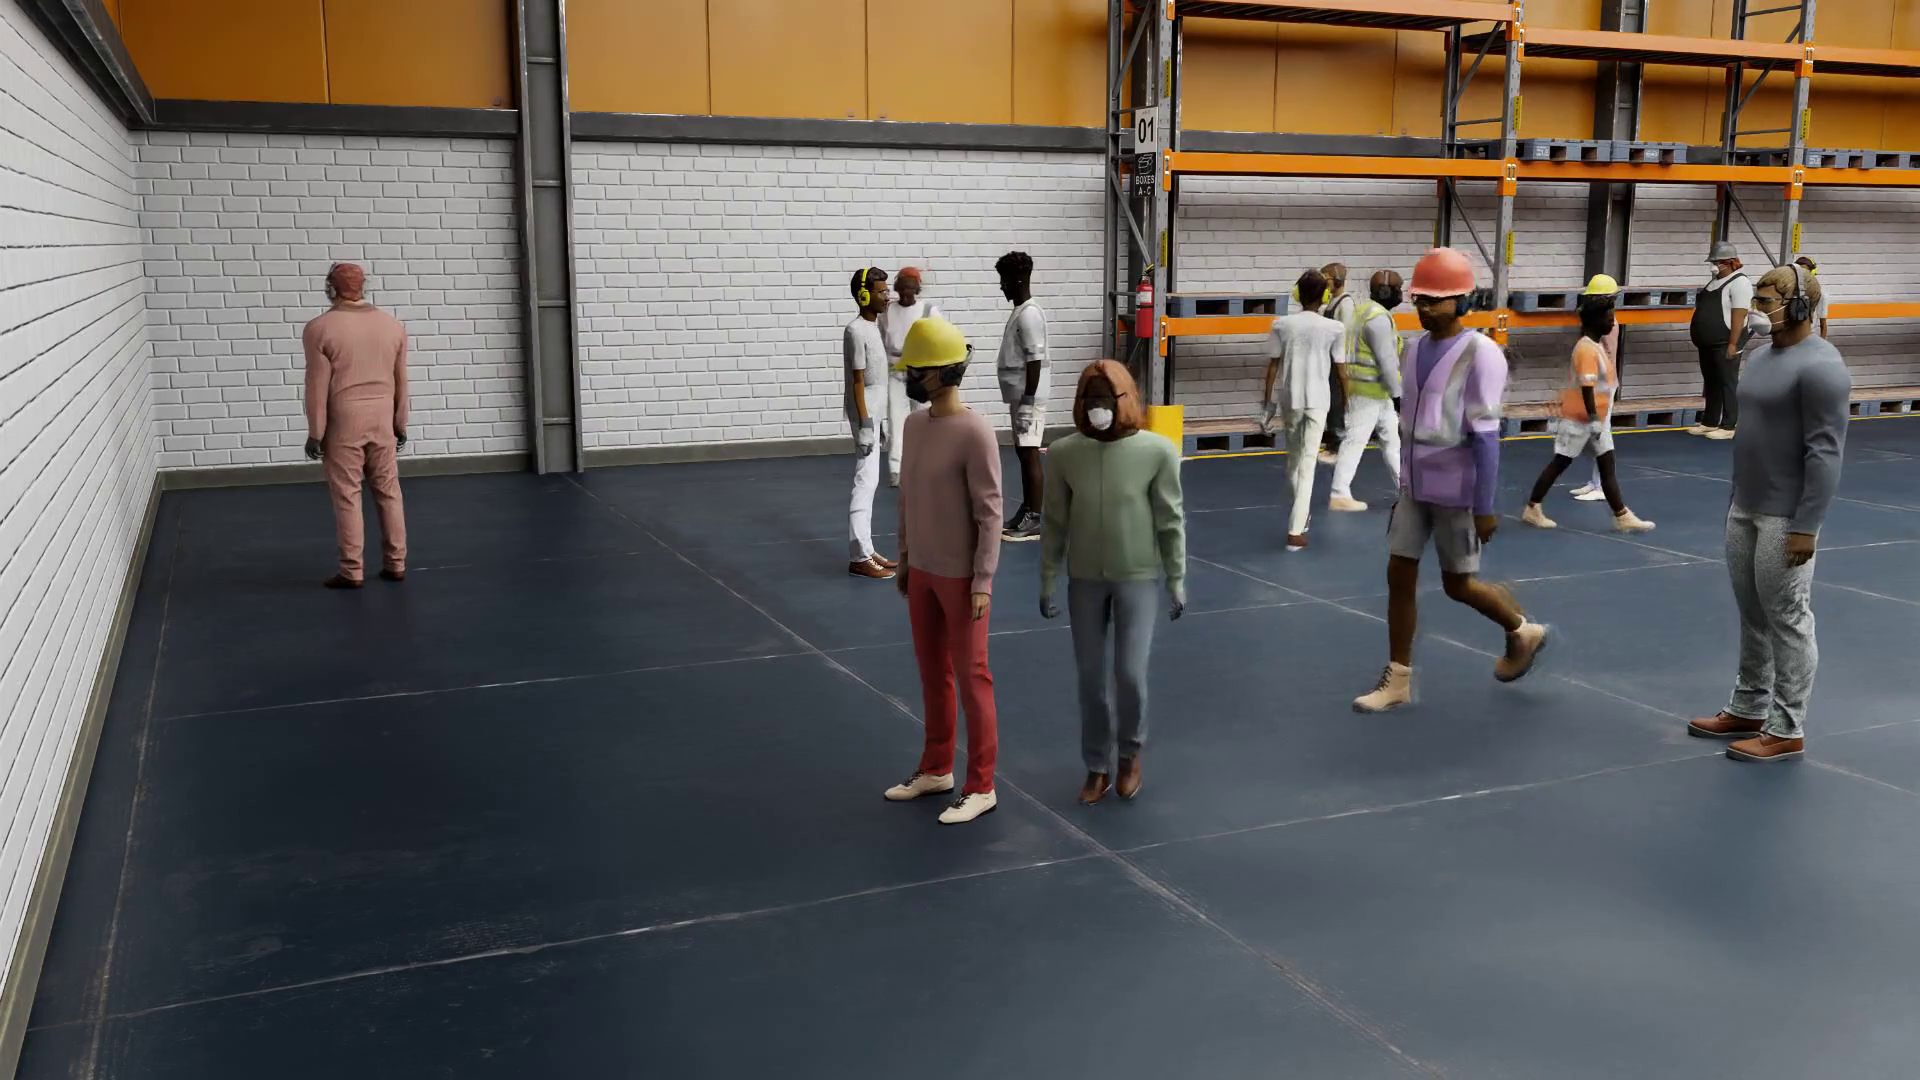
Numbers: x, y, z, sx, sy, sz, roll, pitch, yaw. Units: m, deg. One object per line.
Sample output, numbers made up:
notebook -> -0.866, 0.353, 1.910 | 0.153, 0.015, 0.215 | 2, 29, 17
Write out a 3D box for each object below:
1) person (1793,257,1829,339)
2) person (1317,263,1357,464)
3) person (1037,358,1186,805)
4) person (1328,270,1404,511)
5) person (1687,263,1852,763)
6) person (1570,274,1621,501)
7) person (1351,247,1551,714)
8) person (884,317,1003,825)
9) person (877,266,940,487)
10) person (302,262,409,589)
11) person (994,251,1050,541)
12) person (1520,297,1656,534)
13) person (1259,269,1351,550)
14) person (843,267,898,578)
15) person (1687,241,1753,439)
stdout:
person -> 8.501, -1.927, 16.871 | 0.334, 1.873, 0.521 | -9, 13, -41
person -> 3.426, -1.601, 15.168 | 0.377, 1.830, 0.516 | -1, 10, -4
person -> 0.532, 0.162, 5.931 | 0.526, 1.615, 0.342 | 3, 11, 18
person -> 3.207, -1.099, 12.435 | 0.902, 1.801, 0.639 | 2, 10, 13
person -> 3.186, -0.103, 6.519 | 0.364, 1.939, 0.636 | 0, 10, -1
person -> 4.989, -1.187, 13.040 | 0.312, 1.767, 0.533 | 3, 11, 15
person -> 2.165, -0.244, 7.143 | 0.897, 2.012, 0.614 | -4, 11, -23
person -> -0.068, 0.111, 5.815 | 0.328, 1.765, 0.532 | -7, 12, -35
person -> -0.415, -1.393, 14.031 | 0.621, 1.838, 0.902 | 3, 11, 15
person -> -3.550, -0.668, 9.764 | 0.403, 1.904, 0.651 | 8, 13, 39
person -> 0.420, -0.972, 11.304 | 0.391, 1.957, 0.608 | 0, 10, -2
person -> 4.361, -0.860, 11.542 | 0.892, 1.645, 0.545 | 6, 12, 32
person -> 2.348, -0.887, 11.174 | 0.560, 1.827, 0.951 | 5, 11, 24
person -> -0.538, -0.711, 10.096 | 0.328, 1.872, 0.513 | 1, 10, 5
person -> 7.826, -2.072, 17.205 | 0.535, 2.000, 0.677 | -1, 10, -5
